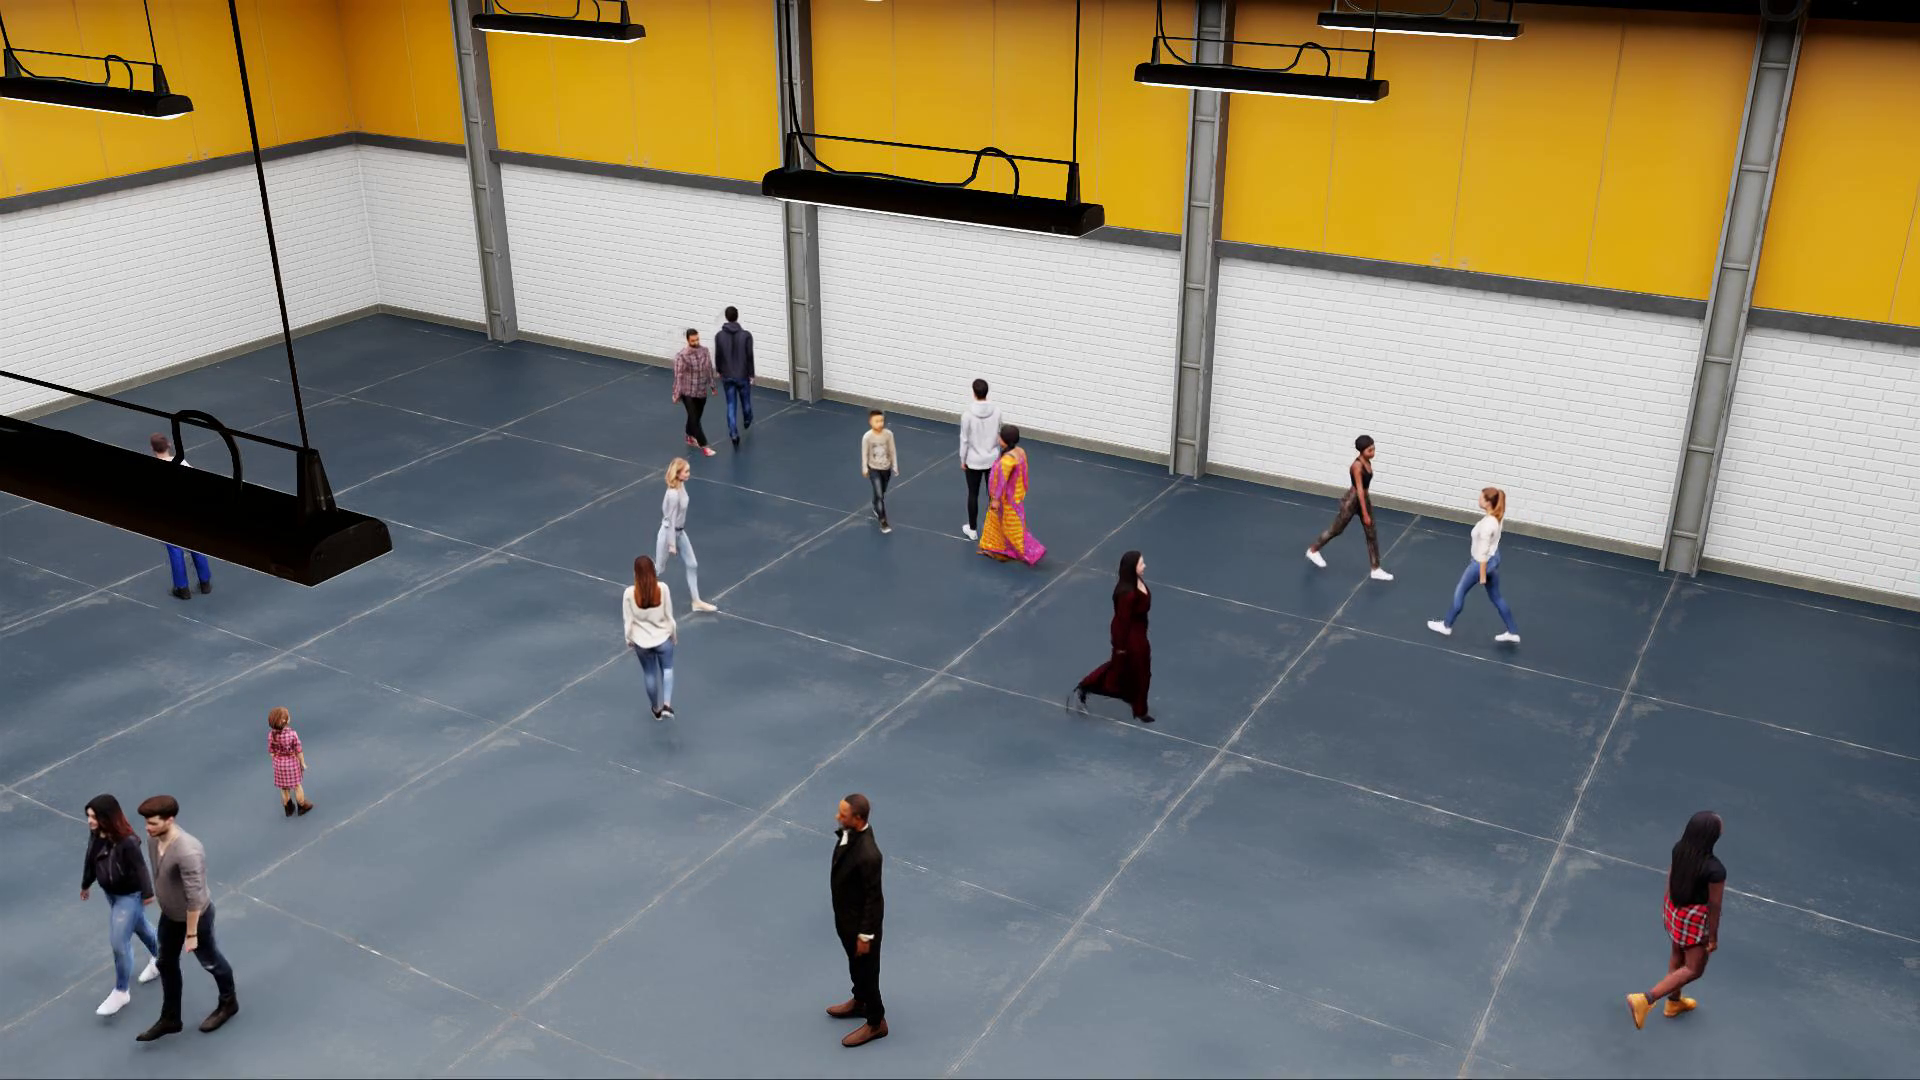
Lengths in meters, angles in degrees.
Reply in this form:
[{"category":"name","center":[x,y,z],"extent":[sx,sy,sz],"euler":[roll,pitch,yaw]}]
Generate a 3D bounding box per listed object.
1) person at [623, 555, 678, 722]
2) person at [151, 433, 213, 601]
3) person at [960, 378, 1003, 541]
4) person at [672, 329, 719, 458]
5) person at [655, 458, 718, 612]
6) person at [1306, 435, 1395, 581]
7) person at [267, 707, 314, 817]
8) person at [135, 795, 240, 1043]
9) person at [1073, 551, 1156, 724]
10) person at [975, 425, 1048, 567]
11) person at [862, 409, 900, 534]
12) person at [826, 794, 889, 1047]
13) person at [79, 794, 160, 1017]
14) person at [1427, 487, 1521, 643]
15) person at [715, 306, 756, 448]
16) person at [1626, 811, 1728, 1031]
[{"category":"person","center":[-2.819,0.951,15.317],"extent":[0.820,1.682,0.879],"euler":[-5,24,-11]},{"category":"person","center":[-8.442,-0.271,17.906],"extent":[0.706,1.849,0.688],"euler":[-18,29,-35]},{"category":"person","center":[0.268,-0.949,19.364],"extent":[0.765,1.923,0.810],"euler":[-8,25,-17]},{"category":"person","center":[-3.547,-1.961,21.941],"extent":[1.157,1.713,0.929],"euler":[18,29,35]},{"category":"person","center":[-3.092,-0.018,17.464],"extent":[1.219,1.738,0.888],"euler":[4,24,8]},{"category":"person","center":[4.272,-0.361,18.368],"extent":[1.266,1.644,0.657],"euler":[15,28,31]},{"category":"person","center":[-5.687,1.866,14.048],"extent":[0.480,1.021,0.560],"euler":[-1,24,-1]},{"category":"person","center":[-5.242,2.531,11.445],"extent":[0.833,1.889,0.782],"euler":[15,28,30]},{"category":"person","center":[1.465,0.891,15.388],"extent":[1.122,1.735,0.935],"euler":[2,24,4]},{"category":"person","center":[0.592,-0.497,18.637],"extent":[1.165,1.676,0.837],"euler":[6,24,12]},{"category":"person","center":[-0.969,-0.877,19.800],"extent":[0.925,1.442,1.075],"euler":[-10,26,-22]},{"category":"person","center":[-0.686,2.559,11.362],"extent":[0.856,1.904,0.782],"euler":[-8,25,-17]},{"category":"person","center":[-5.909,2.486,11.892],"extent":[0.846,1.613,0.728],"euler":[15,28,31]},{"category":"person","center":[5.401,0.295,16.824],"extent":[1.170,1.677,0.707],"euler":[16,28,33]},{"category":"person","center":[-3.012,-2.139,22.213],"extent":[1.254,1.821,1.164],"euler":[0,24,-1]},{"category":"person","center":[4.939,2.645,11.406],"extent":[1.017,1.710,0.980],"euler":[-8,25,-18]}]
